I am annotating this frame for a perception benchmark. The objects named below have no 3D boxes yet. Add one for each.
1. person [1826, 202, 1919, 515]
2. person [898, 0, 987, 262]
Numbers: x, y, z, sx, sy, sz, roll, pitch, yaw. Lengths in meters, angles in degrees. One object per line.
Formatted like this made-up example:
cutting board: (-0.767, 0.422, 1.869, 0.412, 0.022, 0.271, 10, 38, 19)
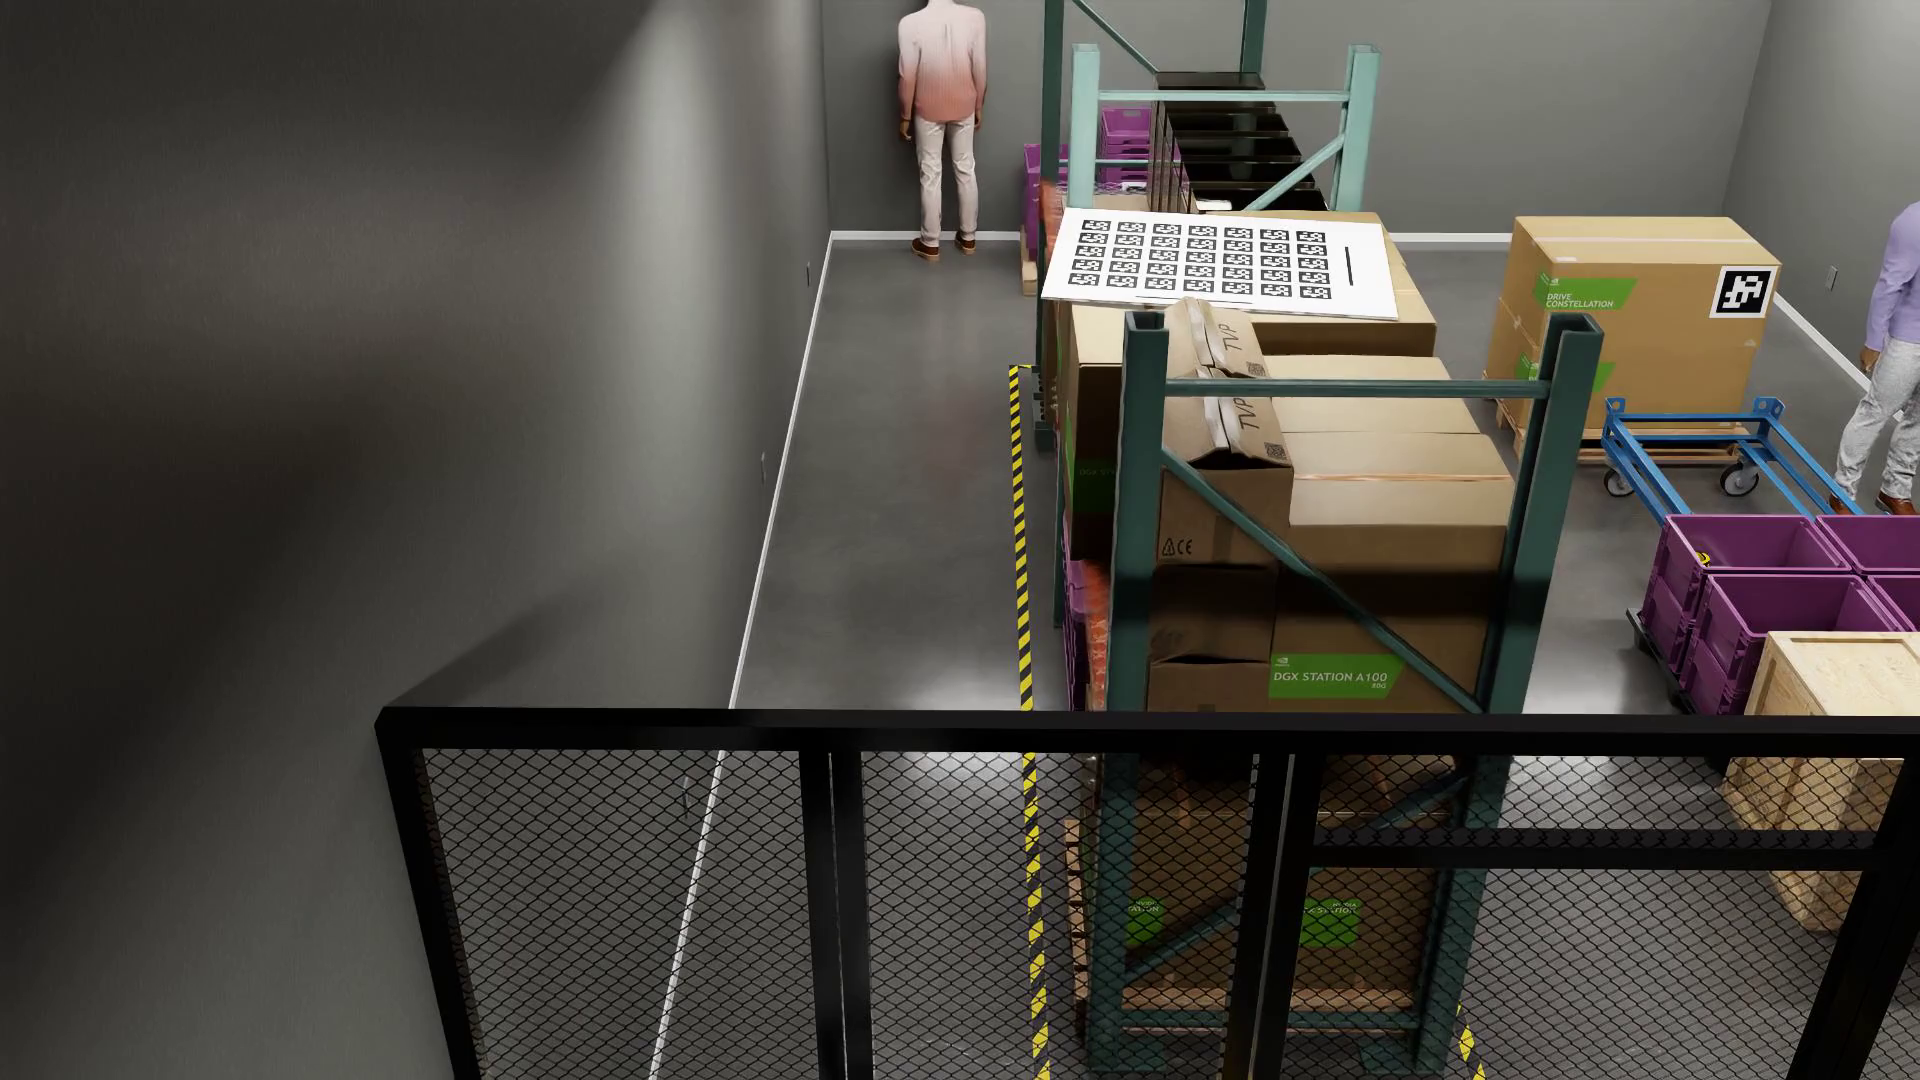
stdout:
person: (4.532, -0.939, 7.774, 0.635, 1.937, 0.354, -1, 31, -2)
person: (-0.122, -2.814, 10.835, 0.612, 1.996, 0.388, -11, 33, -18)
